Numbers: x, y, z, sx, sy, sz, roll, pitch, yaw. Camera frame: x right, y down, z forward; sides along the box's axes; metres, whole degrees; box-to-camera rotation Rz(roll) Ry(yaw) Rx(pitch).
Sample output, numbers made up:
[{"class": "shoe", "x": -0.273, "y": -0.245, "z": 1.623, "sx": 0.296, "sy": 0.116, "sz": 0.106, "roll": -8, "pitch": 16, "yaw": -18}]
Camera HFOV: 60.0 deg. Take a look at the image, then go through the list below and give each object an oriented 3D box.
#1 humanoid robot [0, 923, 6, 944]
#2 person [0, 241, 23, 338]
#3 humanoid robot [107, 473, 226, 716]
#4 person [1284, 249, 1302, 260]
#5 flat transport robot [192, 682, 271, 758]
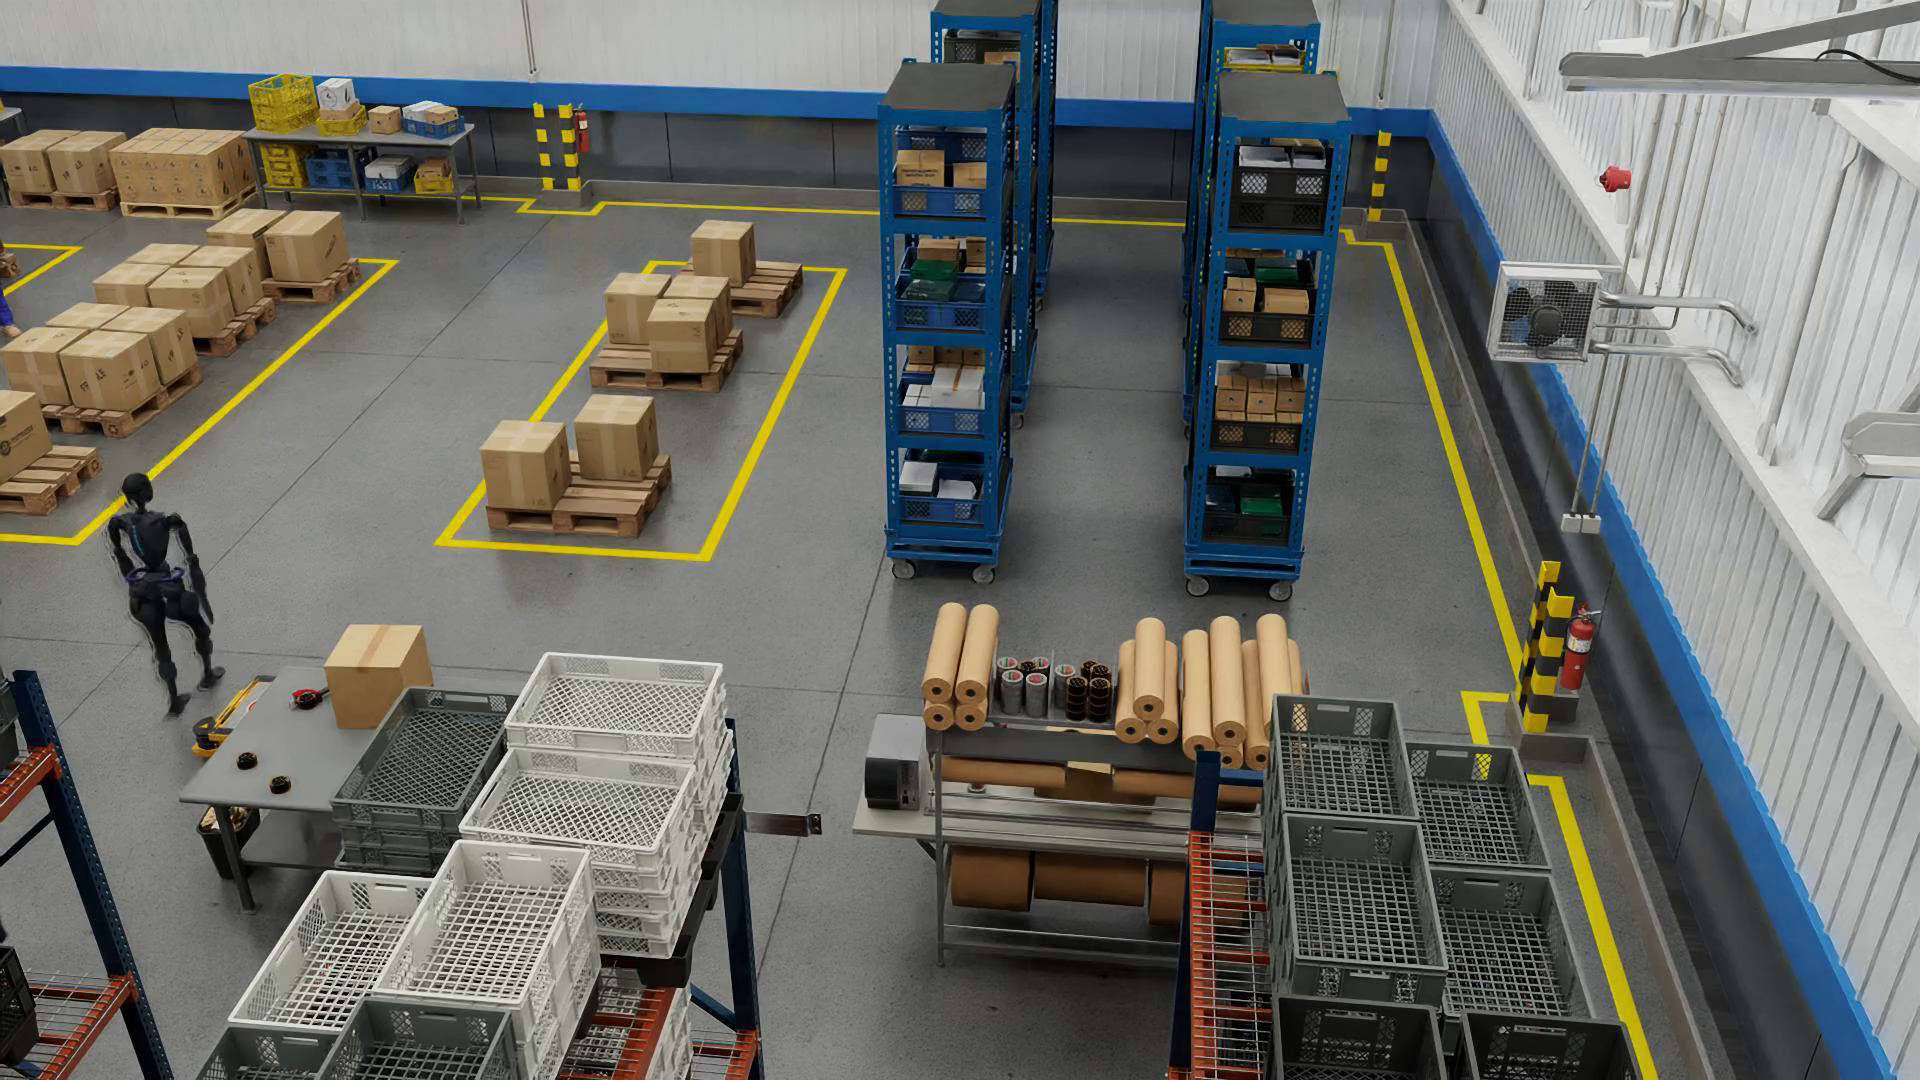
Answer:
[{"class": "humanoid robot", "x": -5.024, "y": 1.807, "z": 8.155, "sx": 0.590, "sy": 1.657, "sz": 0.328, "roll": 4, "pitch": 30, "yaw": 7}, {"class": "person", "x": -9.437, "y": -2.833, "z": 15.779, "sx": 0.537, "sy": 2.000, "sz": 0.677, "roll": 25, "pitch": 39, "yaw": 36}, {"class": "humanoid robot", "x": -5.134, "y": 0.317, "z": 10.744, "sx": 0.598, "sy": 1.637, "sz": 0.622, "roll": -1, "pitch": 30, "yaw": -1}, {"class": "person", "x": 2.808, "y": -2.420, "z": 15.266, "sx": 0.671, "sy": 1.844, "sz": 0.787, "roll": -6, "pitch": 31, "yaw": -10}, {"class": "flat transport robot", "x": -4.089, "y": 1.163, "z": 10.648, "sx": 1.431, "sy": 0.197, "sz": 0.652, "roll": 3, "pitch": 30, "yaw": 6}]
